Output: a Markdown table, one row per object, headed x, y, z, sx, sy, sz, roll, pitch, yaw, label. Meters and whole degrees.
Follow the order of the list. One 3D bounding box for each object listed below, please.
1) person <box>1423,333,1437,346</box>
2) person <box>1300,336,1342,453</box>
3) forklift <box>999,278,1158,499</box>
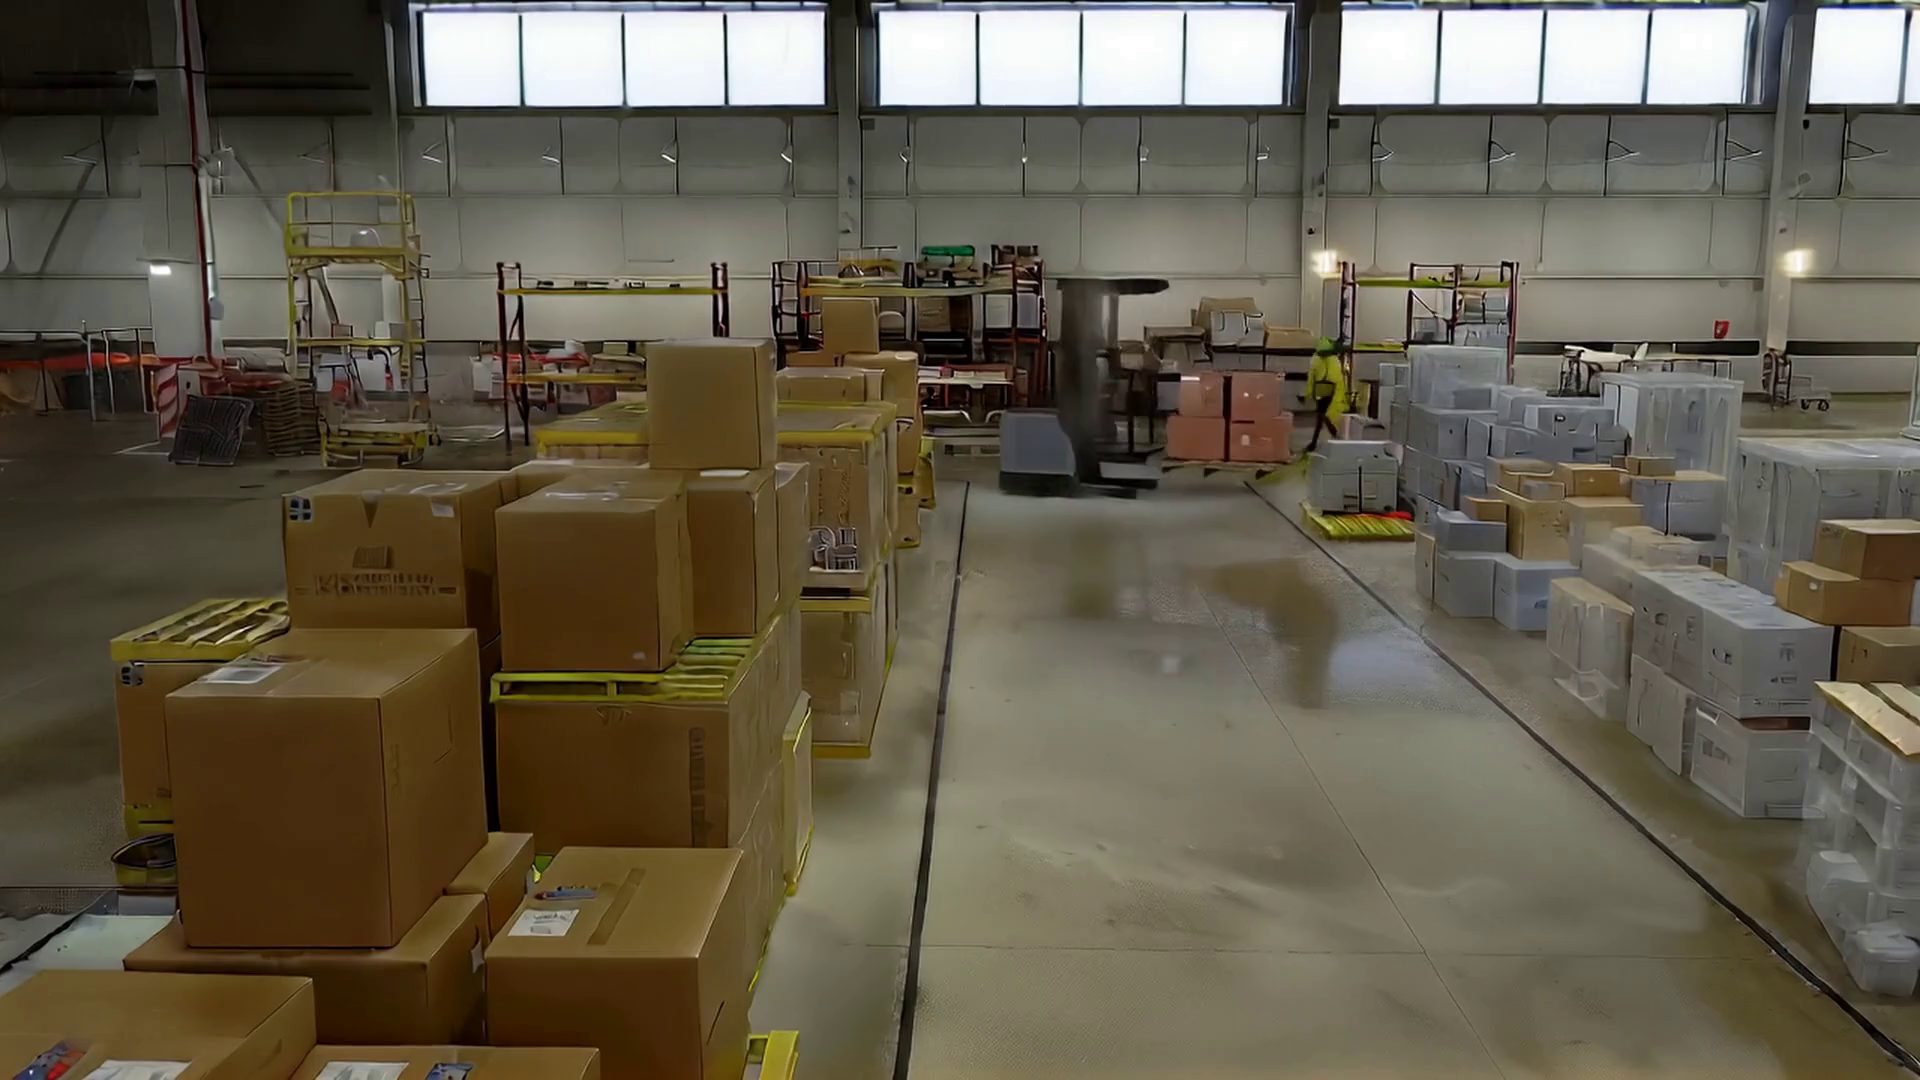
| x | y | z | sx | sy | sz | roll | pitch | yaw | label |
| --- | --- | --- | --- | --- | --- | --- | --- | --- | --- |
| 7.602 | -2.431 | 27.120 | 0.702 | 1.900 | 0.440 | -7 | 12 | -37 | person |
| 5.853 | -2.330 | 26.604 | 1.021 | 1.889 | 0.551 | -7 | 12 | -35 | person |
| 1.548 | -2.011 | 21.679 | 1.873 | 2.768 | 1.129 | 4 | 10 | 21 | forklift |
